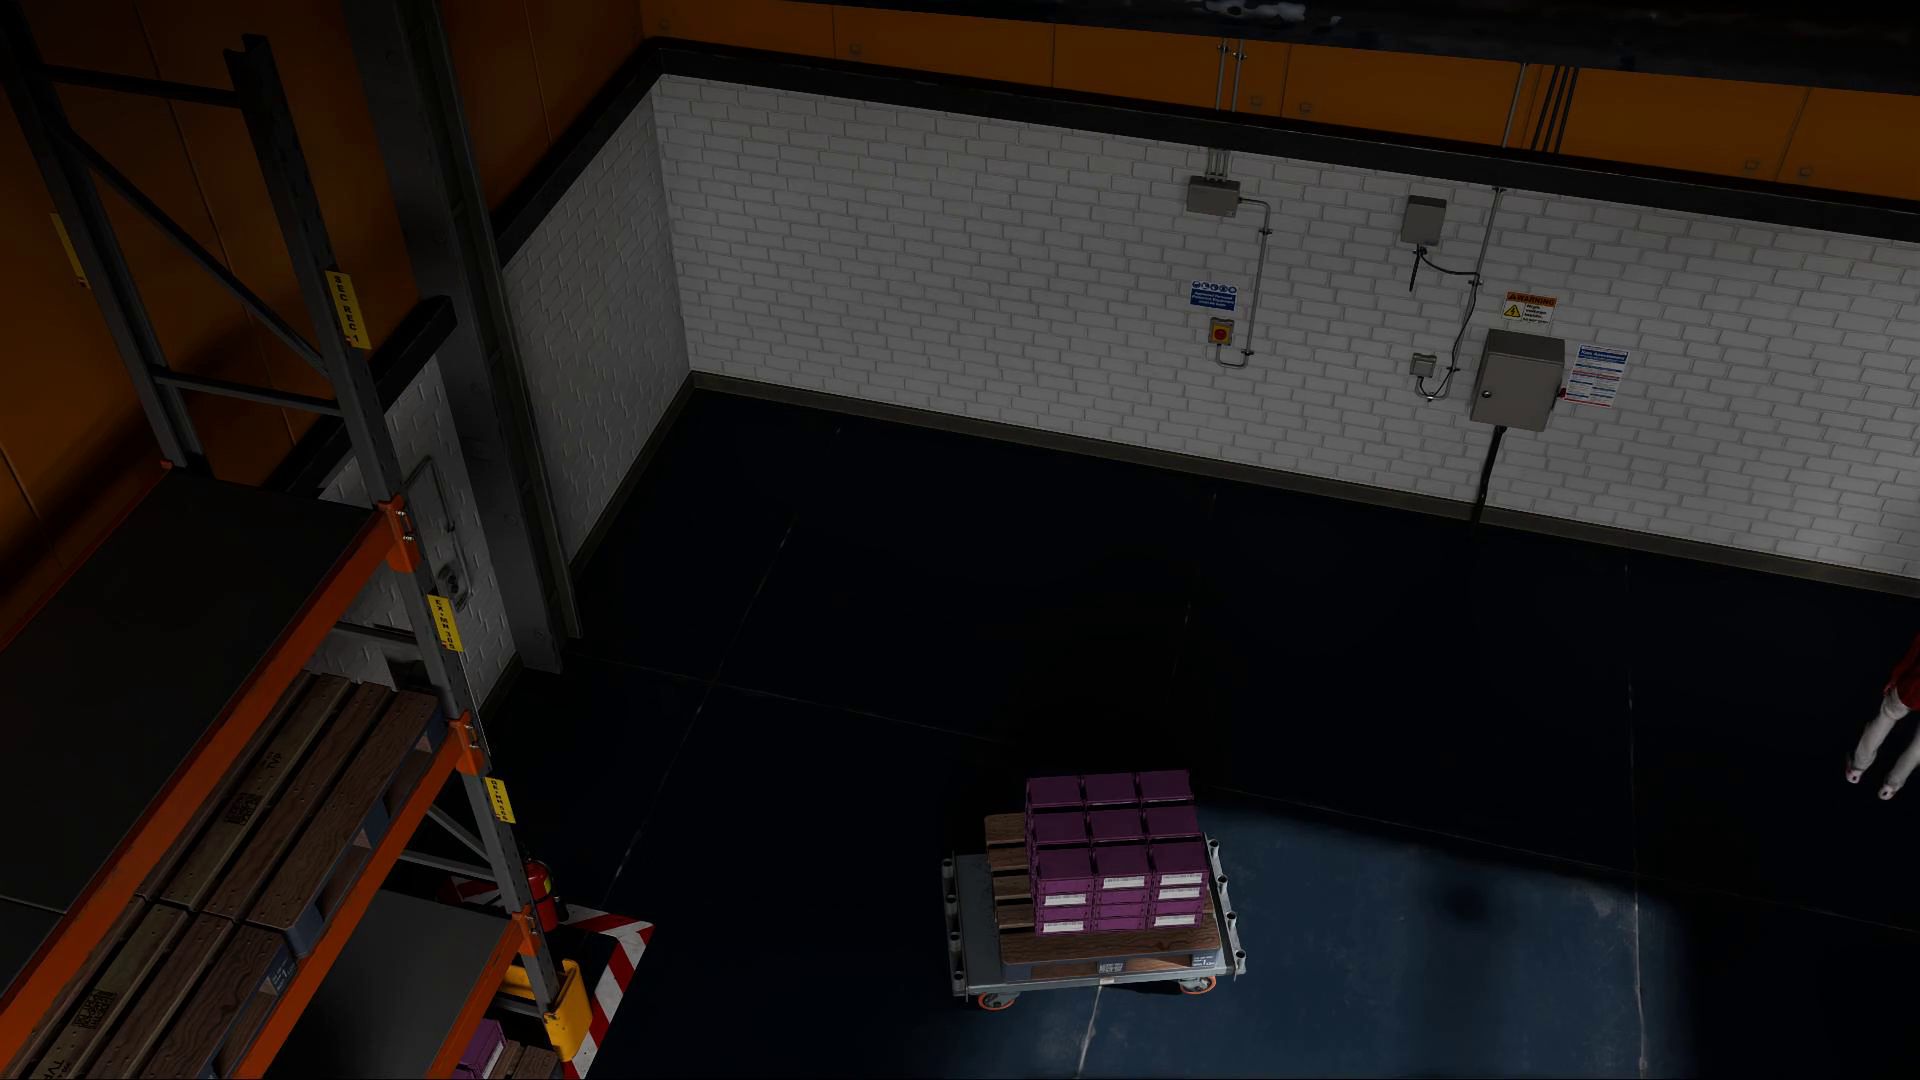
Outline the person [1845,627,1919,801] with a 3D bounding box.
[{"bbox_3d":[5.860,0.924,9.981,0.757,1.818,0.738,23,48,23],"label":"person"}]
